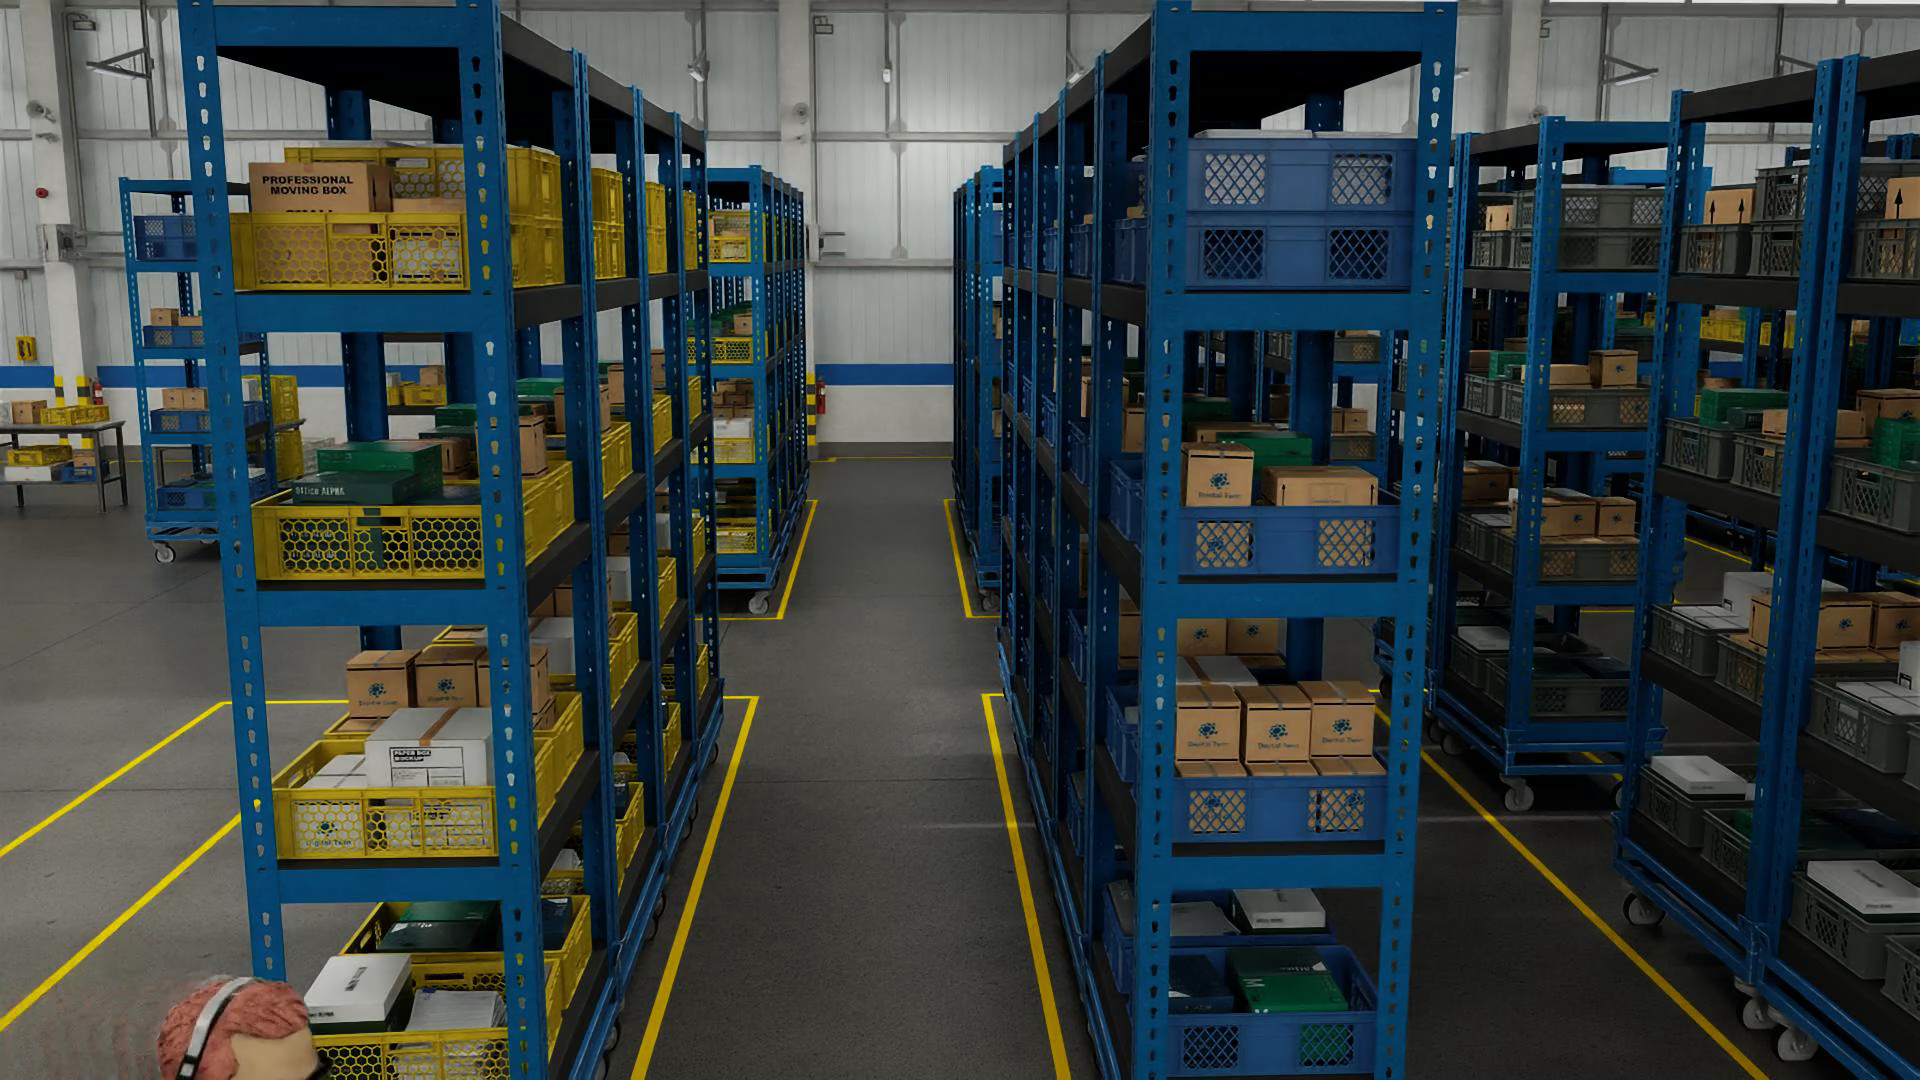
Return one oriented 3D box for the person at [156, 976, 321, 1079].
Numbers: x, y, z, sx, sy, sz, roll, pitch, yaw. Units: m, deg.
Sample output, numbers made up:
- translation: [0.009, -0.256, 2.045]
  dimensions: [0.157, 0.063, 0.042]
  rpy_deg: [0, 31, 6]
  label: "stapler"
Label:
- translation: [-1.069, 1.582, 2.589]
  dimensions: [0.439, 1.888, 0.685]
  rpy_deg: [3, 10, 16]
  label: "person"
